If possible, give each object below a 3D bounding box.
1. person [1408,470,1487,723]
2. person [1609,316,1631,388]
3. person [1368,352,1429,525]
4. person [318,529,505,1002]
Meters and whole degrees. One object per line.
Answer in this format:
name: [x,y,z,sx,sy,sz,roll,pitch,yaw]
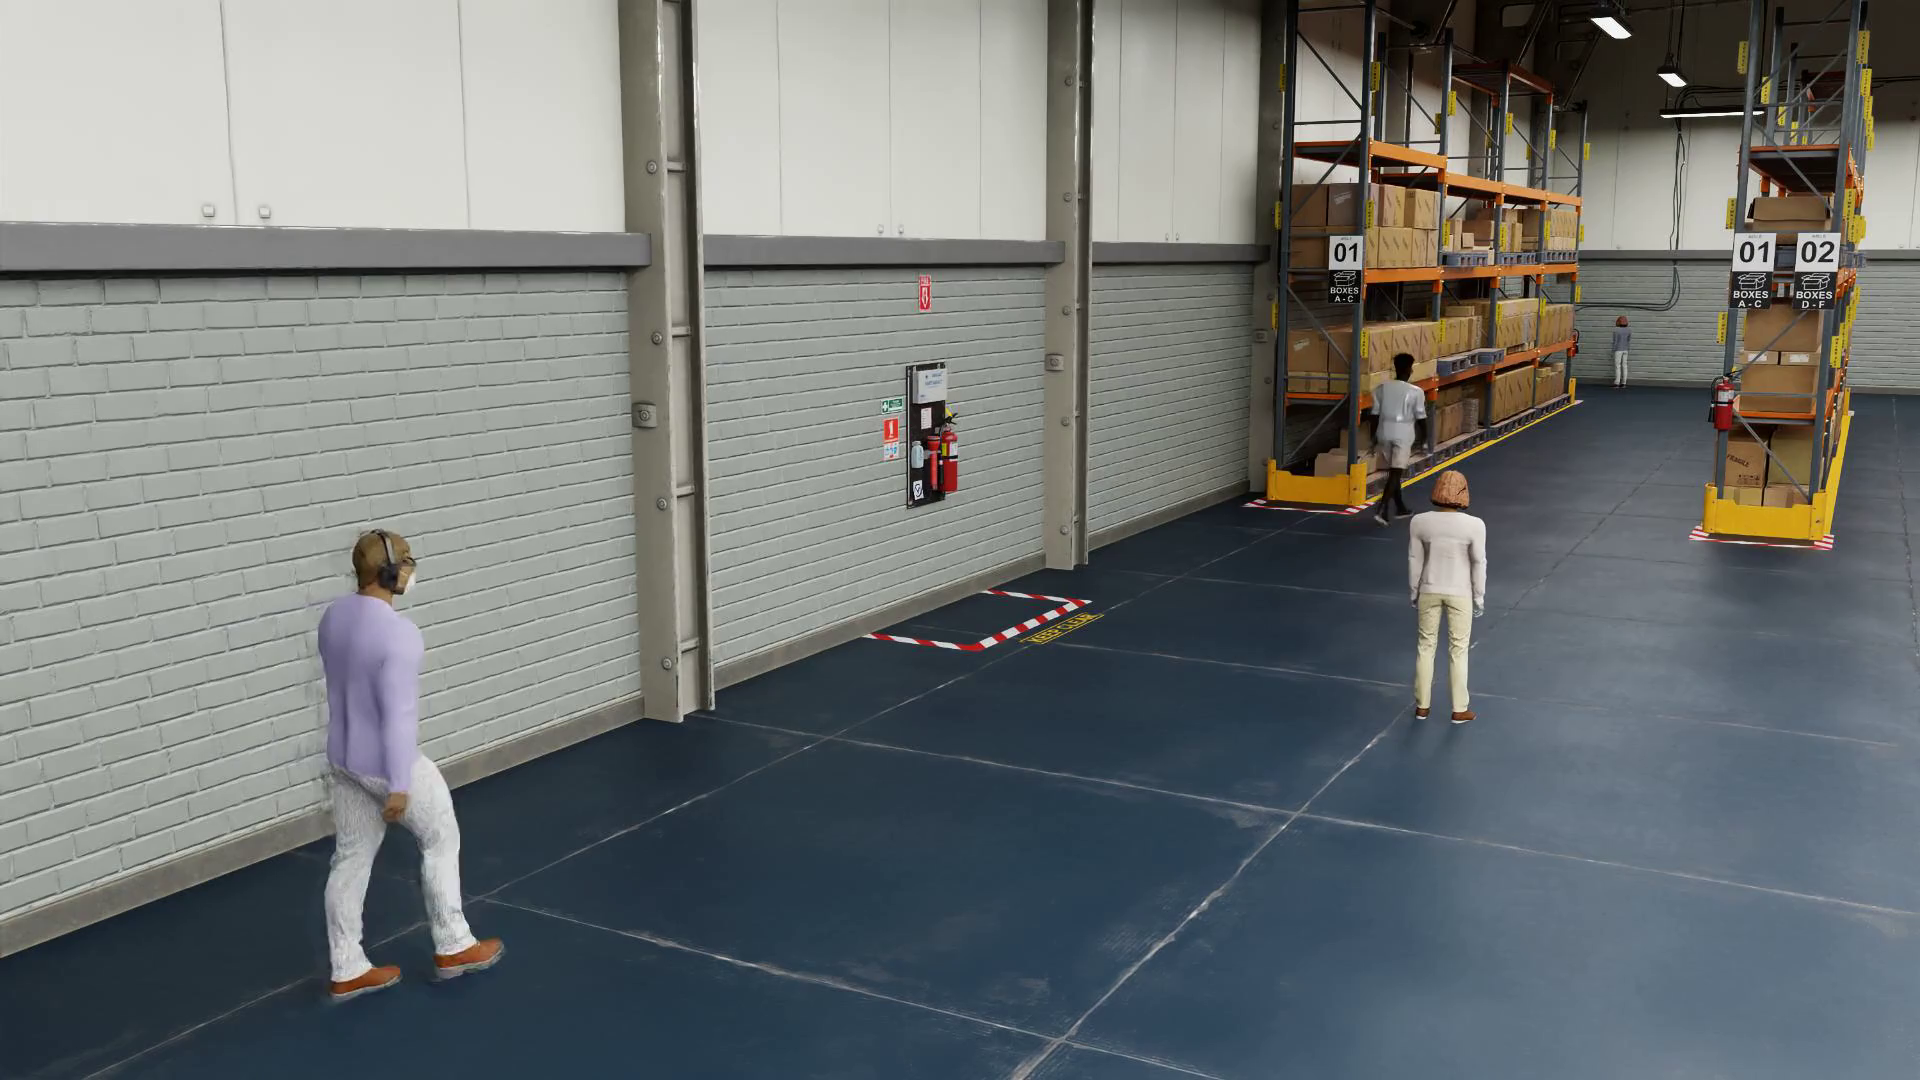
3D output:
person: [3.128,0.364,10.700,0.497,1.633,0.285,6,11,30]
person: [15.059,-4.286,37.924,0.500,1.633,0.282,-4,11,-24]
person: [4.890,-1.133,18.650,0.613,1.918,0.976,9,13,43]
person: [-2.275,0.892,6.812,0.638,1.908,0.840,7,12,36]
